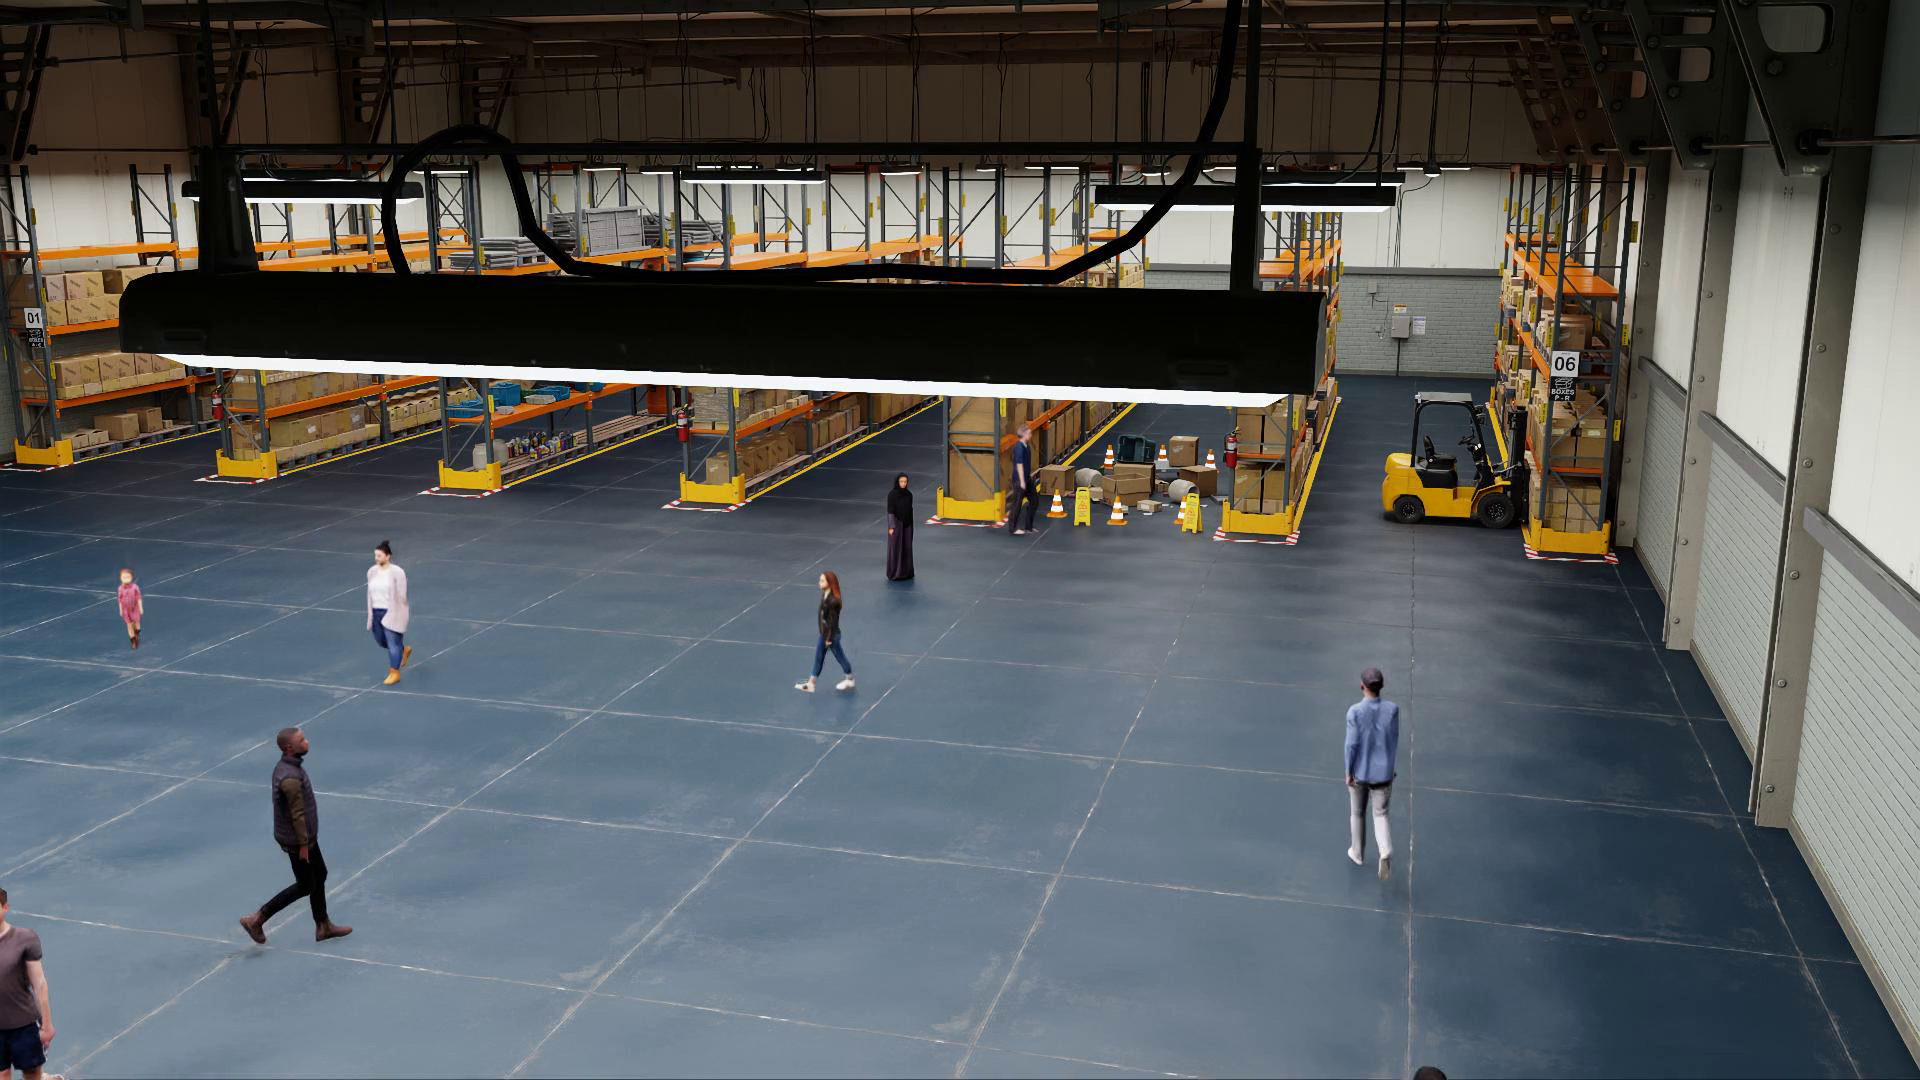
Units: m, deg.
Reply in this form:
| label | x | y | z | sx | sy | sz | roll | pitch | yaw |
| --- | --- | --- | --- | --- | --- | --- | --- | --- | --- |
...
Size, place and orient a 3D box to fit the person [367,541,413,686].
| label | x | y | z | sx | sy | sz | roll | pitch | yaw |
| --- | --- | --- | --- | --- | --- | --- | --- | --- | --- |
| person | -6.789 | 0.846 | 19.955 | 0.712 | 1.728 | 0.882 | 5 | 14 | 19 |

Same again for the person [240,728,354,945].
| label | x | y | z | sx | sy | sz | roll | pitch | yaw |
| --- | --- | --- | --- | --- | --- | --- | --- | --- | --- |
| person | -5.313 | 2.377 | 13.152 | 1.131 | 1.814 | 1.124 | -5 | 14 | -22 |

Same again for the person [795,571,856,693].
| label | x | y | z | sx | sy | sz | roll | pitch | yaw |
| --- | --- | --- | --- | --- | --- | --- | --- | --- | --- |
| person | -1.455 | 1.097 | 19.507 | 0.994 | 1.442 | 0.970 | -6 | 14 | -24 |

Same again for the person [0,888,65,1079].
| label | x | y | z | sx | sy | sz | roll | pitch | yaw |
| --- | --- | --- | --- | --- | --- | --- | --- | --- | --- |
| person | -5.911 | 3.001 | 10.409 | 0.859 | 1.837 | 1.042 | -1 | 13 | -6 |

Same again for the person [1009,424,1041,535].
| label | x | y | z | sx | sy | sz | roll | pitch | yaw |
| --- | --- | --- | --- | --- | --- | --- | --- | --- | --- |
| person | 0.945 | -0.995 | 27.642 | 0.774 | 1.848 | 0.707 | 5 | 14 | 20 |

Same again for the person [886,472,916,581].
| label | x | y | z | sx | sy | sz | roll | pitch | yaw |
| --- | --- | --- | --- | --- | --- | --- | --- | --- | --- |
| person | -0.887 | -0.219 | 24.810 | 0.704 | 1.614 | 0.773 | -9 | 16 | -34 |

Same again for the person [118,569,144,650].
| label | x | y | z | sx | sy | sz | roll | pitch | yaw |
| --- | --- | --- | --- | --- | --- | --- | --- | --- | --- |
| person | -10.691 | 0.868 | 21.457 | 0.680 | 1.008 | 0.770 | -6 | 14 | -24 |

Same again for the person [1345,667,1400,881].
| label | x | y | z | sx | sy | sz | roll | pitch | yaw |
| --- | --- | --- | --- | --- | --- | --- | --- | --- | --- |
| person | 3.611 | 2.039 | 14.490 | 0.829 | 1.870 | 1.084 | -1 | 13 | -2 |
